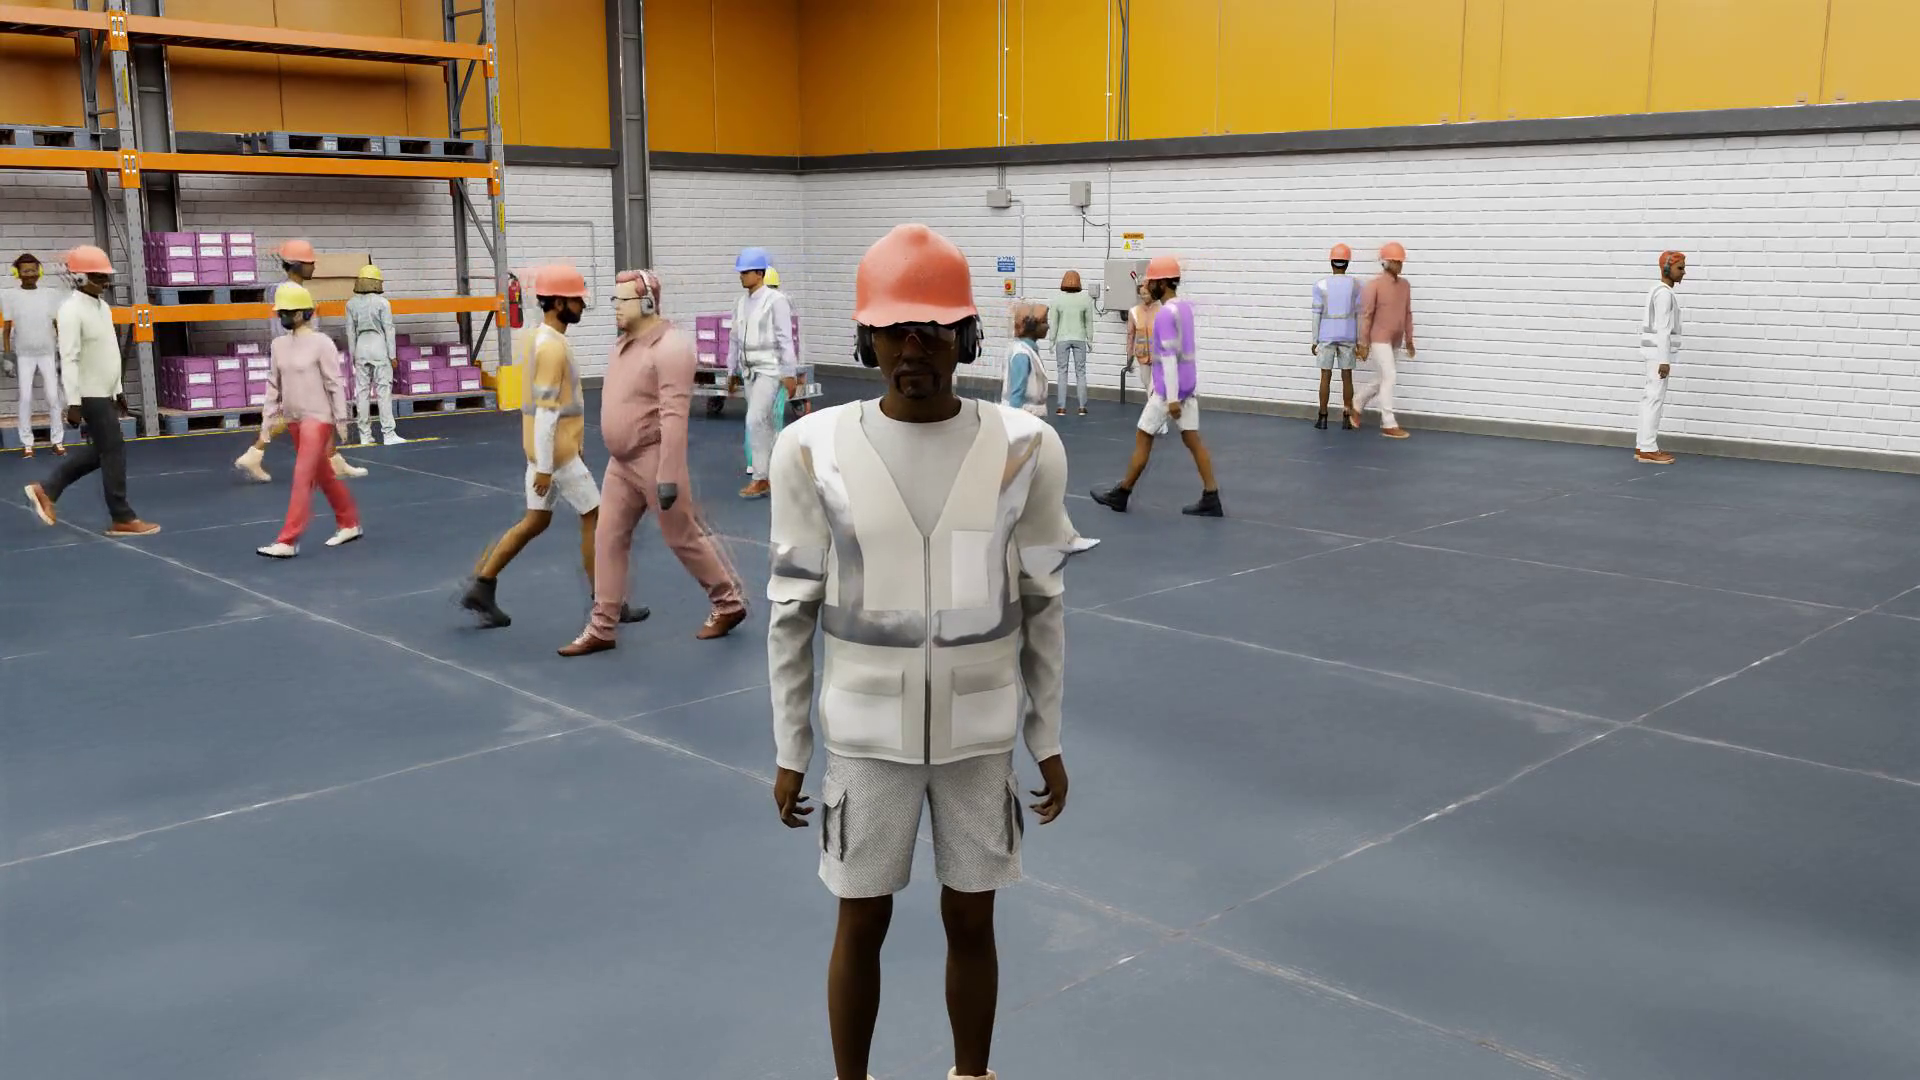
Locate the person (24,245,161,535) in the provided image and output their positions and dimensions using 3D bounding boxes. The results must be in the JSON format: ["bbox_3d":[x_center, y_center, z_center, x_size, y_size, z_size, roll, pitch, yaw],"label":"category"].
[{"bbox_3d":[-5.894,-0.992,11.168,0.787,1.964,0.603,-2,11,-9],"label":"person"}]

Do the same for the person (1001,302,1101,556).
[{"bbox_3d":[0.508,-0.683,10.468,0.835,1.599,0.541,1,10,7],"label":"person"}]

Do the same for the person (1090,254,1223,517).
[{"bbox_3d":[1.471,-1.107,12.024,1.000,1.883,0.553,6,12,29],"label":"person"}]

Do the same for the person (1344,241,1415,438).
[{"bbox_3d":[4.262,-2.039,16.881,0.609,1.967,0.862,-8,13,-38],"label":"person"}]

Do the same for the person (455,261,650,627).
[{"bbox_3d":[-2.141,-0.474,8.525,0.941,1.905,0.540,-4,11,-21],"label":"person"}]

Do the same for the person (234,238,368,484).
[{"bbox_3d":[-5.454,-1.455,13.593,0.992,2.007,0.621,-6,12,-28],"label":"person"}]

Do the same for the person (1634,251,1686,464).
[{"bbox_3d":[6.260,-1.630,14.862,0.337,1.881,0.584,3,11,16],"label":"person"}]

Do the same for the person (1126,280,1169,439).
[{"bbox_3d":[1.963,-1.819,16.686,0.562,1.595,0.811,6,12,30],"label":"person"}]

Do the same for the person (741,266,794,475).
[{"bbox_3d":[-1.625,-1.412,13.996,0.533,1.768,0.311,5,12,26],"label":"person"}]

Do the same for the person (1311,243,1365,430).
[{"bbox_3d":[3.934,-2.114,17.356,0.545,1.938,0.360,1,10,8],"label":"person"}]

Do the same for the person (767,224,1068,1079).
[{"bbox_3d":[-0.078,0.393,3.395,0.616,2.041,0.379,-1,10,-6],"label":"person"}]

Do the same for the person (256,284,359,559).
[{"bbox_3d":[-4.179,-0.763,10.573,0.544,1.713,0.902,5,12,26],"label":"person"}]

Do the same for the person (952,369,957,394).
[{"bbox_3d":[-0.101,-0.663,9.587,0.573,1.878,0.660,-1,10,-5],"label":"person"}]

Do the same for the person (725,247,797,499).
[{"bbox_3d":[-1.608,-1.276,12.809,0.708,1.921,0.648,-10,14,-44],"label":"person"}]

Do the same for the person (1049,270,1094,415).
[{"bbox_3d":[1.251,-2.220,18.762,0.507,1.632,0.267,-1,10,-3],"label":"person"}]

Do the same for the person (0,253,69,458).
[{"bbox_3d":[-8.450,-1.680,15.210,0.527,1.860,0.321,-8,13,-37],"label":"person"}]

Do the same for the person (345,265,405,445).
[{"bbox_3d":[-5.683,-1.789,16.136,0.485,1.736,0.309,2,11,10],"label":"person"}]

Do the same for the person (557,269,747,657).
[{"bbox_3d":[-1.486,-0.386,8.138,0.969,1.867,0.656,-9,14,-40],"label":"person"}]
